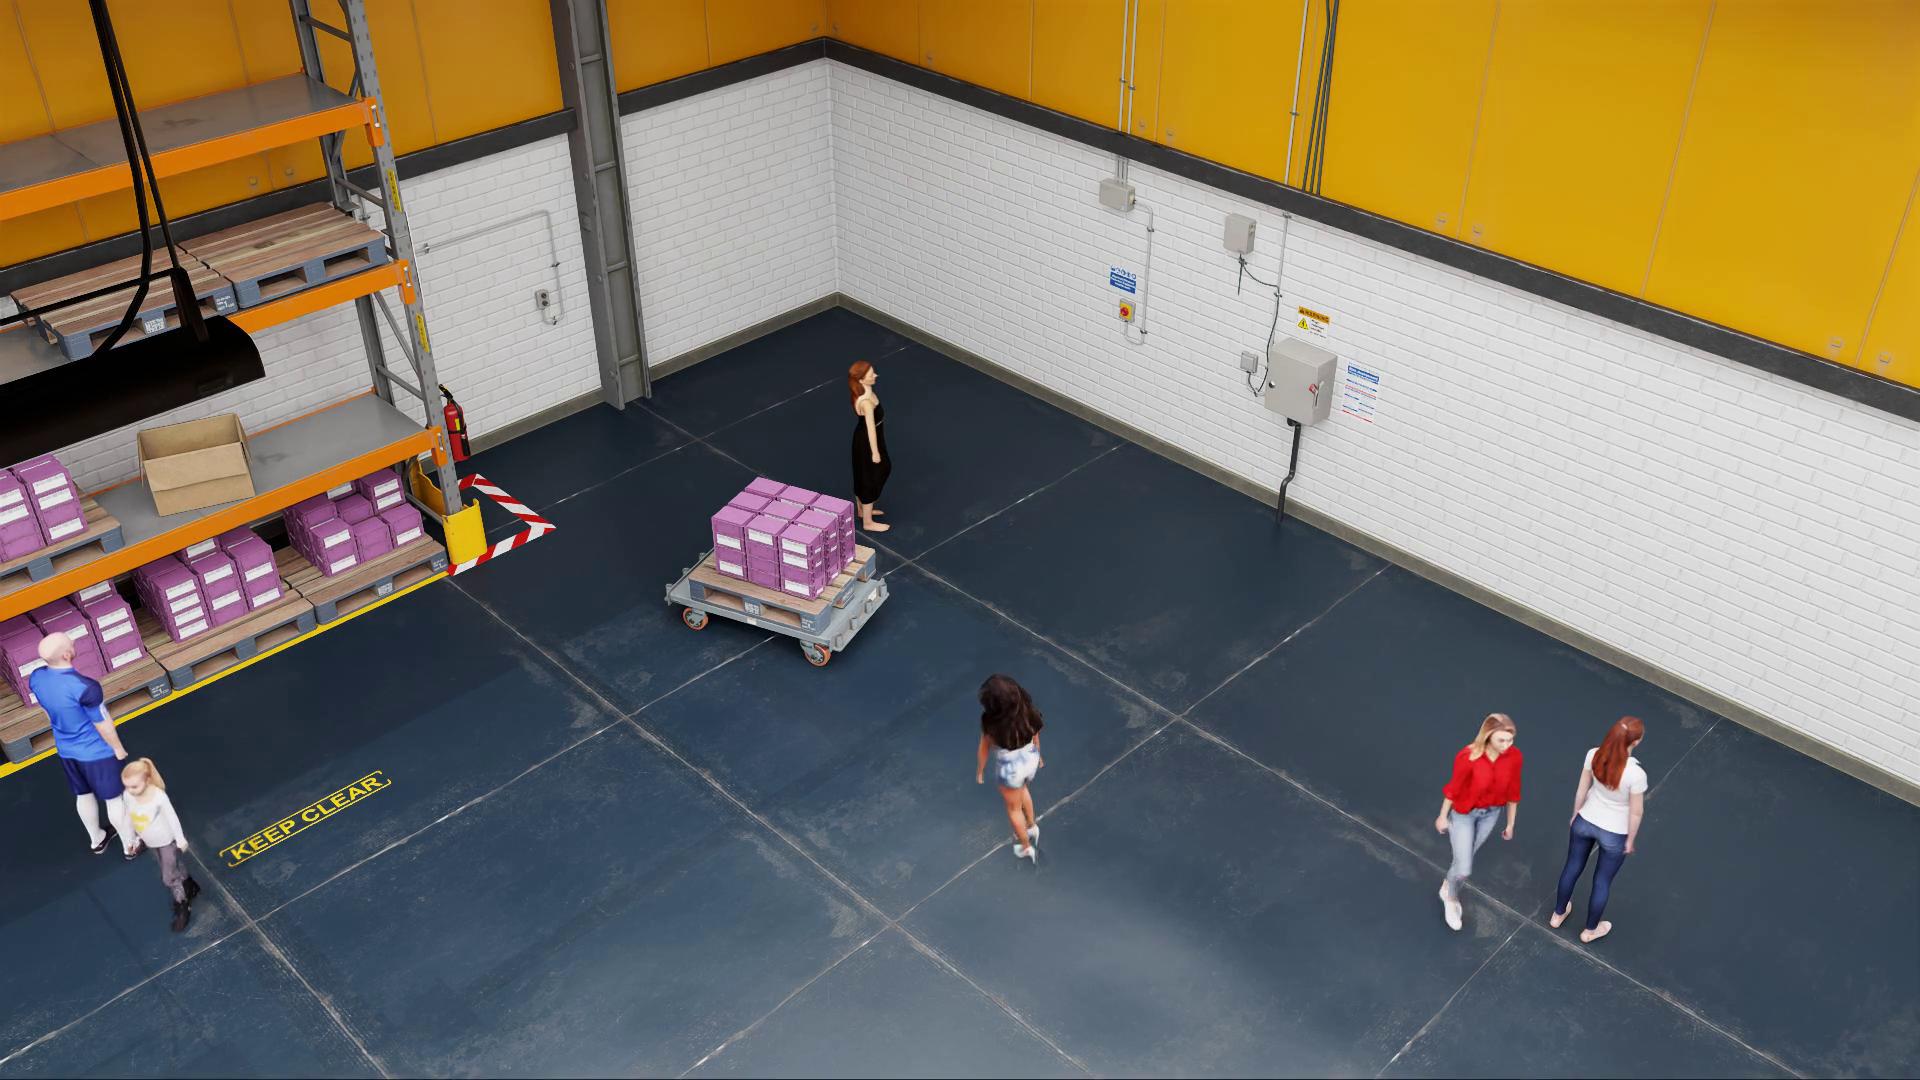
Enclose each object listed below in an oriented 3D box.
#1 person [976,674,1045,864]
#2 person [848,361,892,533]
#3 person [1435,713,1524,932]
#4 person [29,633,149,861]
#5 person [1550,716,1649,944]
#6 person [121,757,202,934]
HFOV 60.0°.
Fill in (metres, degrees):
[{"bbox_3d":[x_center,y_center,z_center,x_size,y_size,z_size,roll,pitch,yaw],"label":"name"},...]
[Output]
[{"bbox_3d":[0.401,1.540,11.078,0.526,1.582,0.694,-17,37,-23],"label":"person"},{"bbox_3d":[-0.821,-0.845,14.627,0.715,1.625,0.675,-6,34,-10],"label":"person"},{"bbox_3d":[3.280,1.719,10.708,0.740,1.694,0.821,-6,34,-8],"label":"person"},{"bbox_3d":[-5.822,1.375,11.092,0.756,1.840,0.747,9,35,14],"label":"person"},{"bbox_3d":[4.047,1.824,10.508,0.515,1.739,0.559,-28,42,-35],"label":"person"},{"bbox_3d":[-5.164,1.895,10.828,0.628,1.268,0.709,11,35,16],"label":"person"}]
